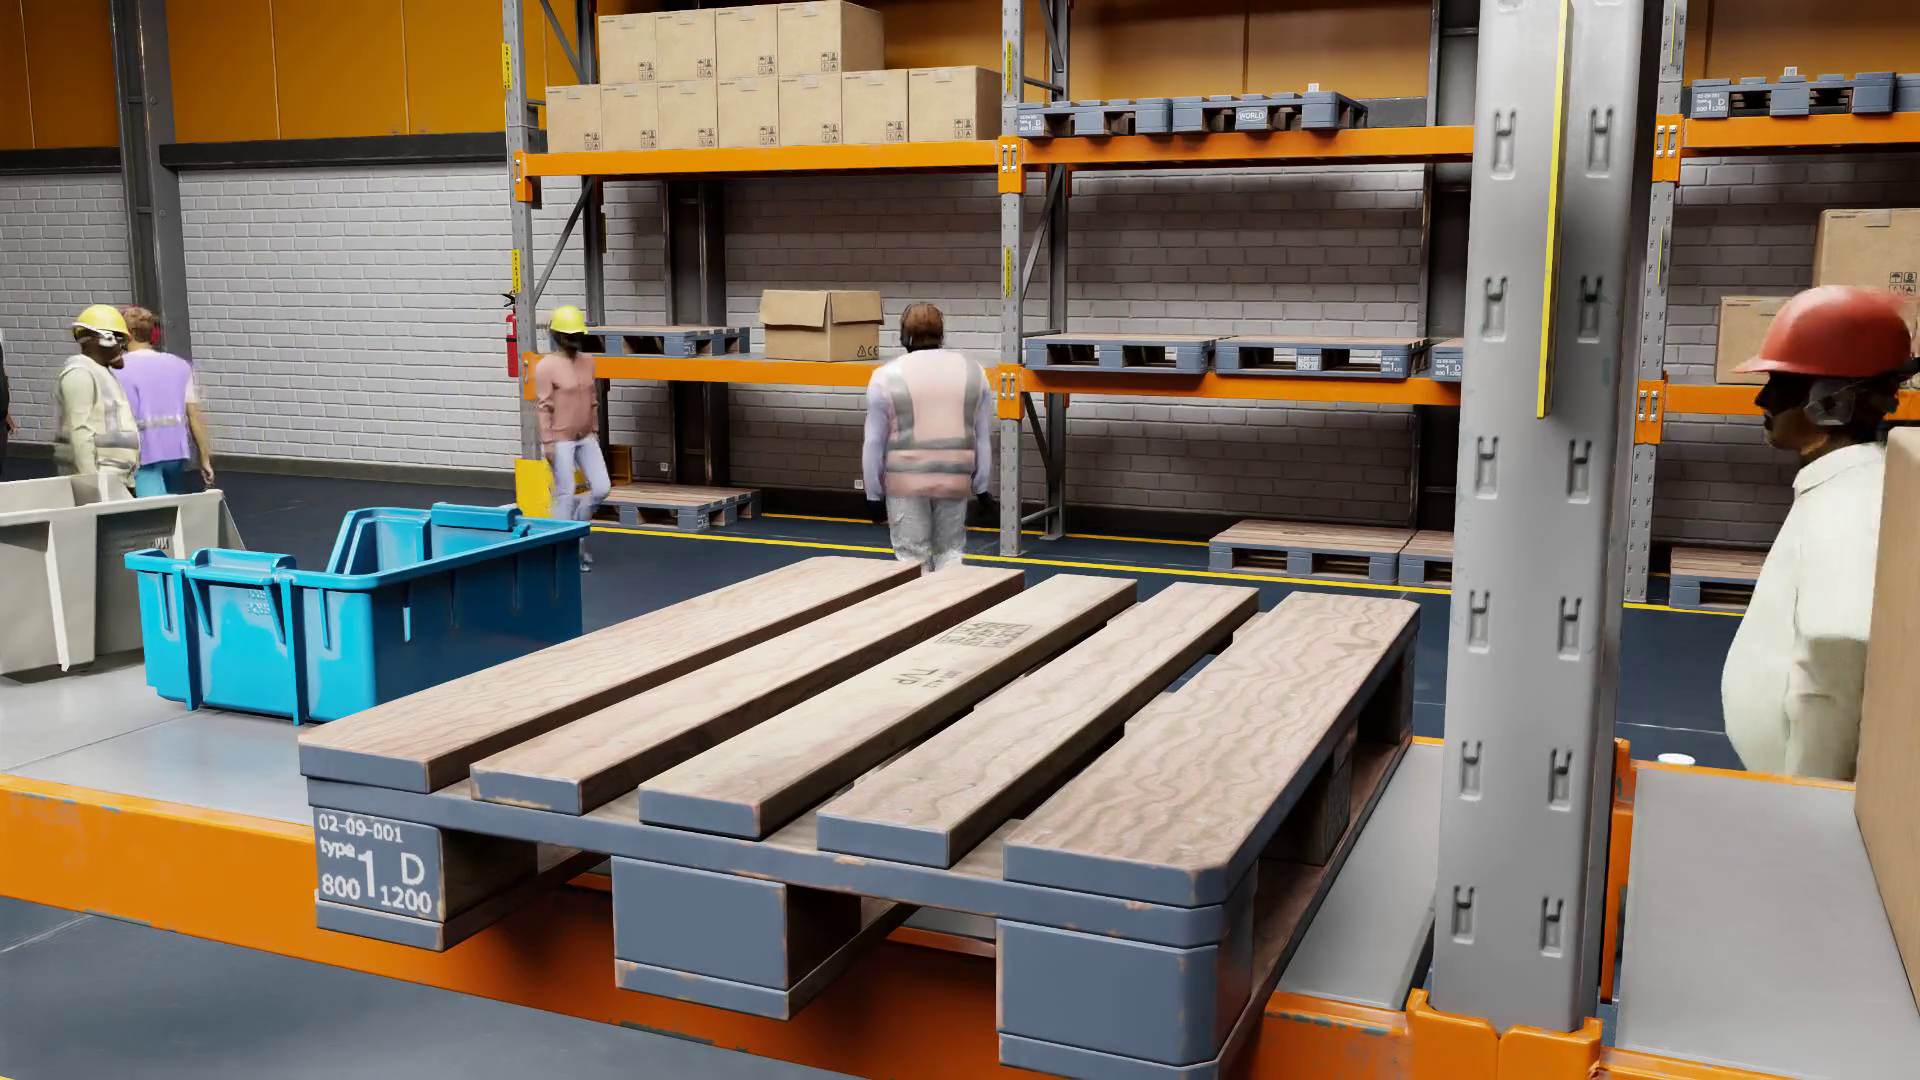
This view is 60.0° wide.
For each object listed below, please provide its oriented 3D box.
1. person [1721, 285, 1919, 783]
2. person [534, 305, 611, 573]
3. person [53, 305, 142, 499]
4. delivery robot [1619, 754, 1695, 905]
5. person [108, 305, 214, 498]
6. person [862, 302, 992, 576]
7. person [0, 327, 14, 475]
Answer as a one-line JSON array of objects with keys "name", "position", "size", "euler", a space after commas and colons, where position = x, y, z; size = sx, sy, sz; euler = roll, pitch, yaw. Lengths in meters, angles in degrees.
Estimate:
[{"name": "person", "position": [1.741, 0.504, 3.221], "size": [0.626, 1.981, 0.620], "euler": [5, 11, 29]}, {"name": "person", "position": [-2.515, -0.648, 10.813], "size": [0.367, 1.744, 0.540], "euler": [6, 11, 33]}, {"name": "person", "position": [-4.536, -0.328, 8.791], "size": [0.404, 1.805, 0.633], "euler": [-2, 10, -13]}, {"name": "delivery robot", "position": [2.117, 0.881, 4.954], "size": [0.707, 0.478, 0.477], "euler": [-2, 10, -10]}, {"name": "person", "position": [-4.618, -0.454, 9.577], "size": [1.015, 1.790, 0.573], "euler": [5, 11, 30]}, {"name": "person", "position": [-0.169, -0.258, 8.245], "size": [0.653, 1.829, 0.443], "euler": [-3, 10, -19]}, {"name": "person", "position": [-6.776, -0.885, 11.371], "size": [0.536, 2.000, 0.688], "euler": [5, 11, 27]}]
